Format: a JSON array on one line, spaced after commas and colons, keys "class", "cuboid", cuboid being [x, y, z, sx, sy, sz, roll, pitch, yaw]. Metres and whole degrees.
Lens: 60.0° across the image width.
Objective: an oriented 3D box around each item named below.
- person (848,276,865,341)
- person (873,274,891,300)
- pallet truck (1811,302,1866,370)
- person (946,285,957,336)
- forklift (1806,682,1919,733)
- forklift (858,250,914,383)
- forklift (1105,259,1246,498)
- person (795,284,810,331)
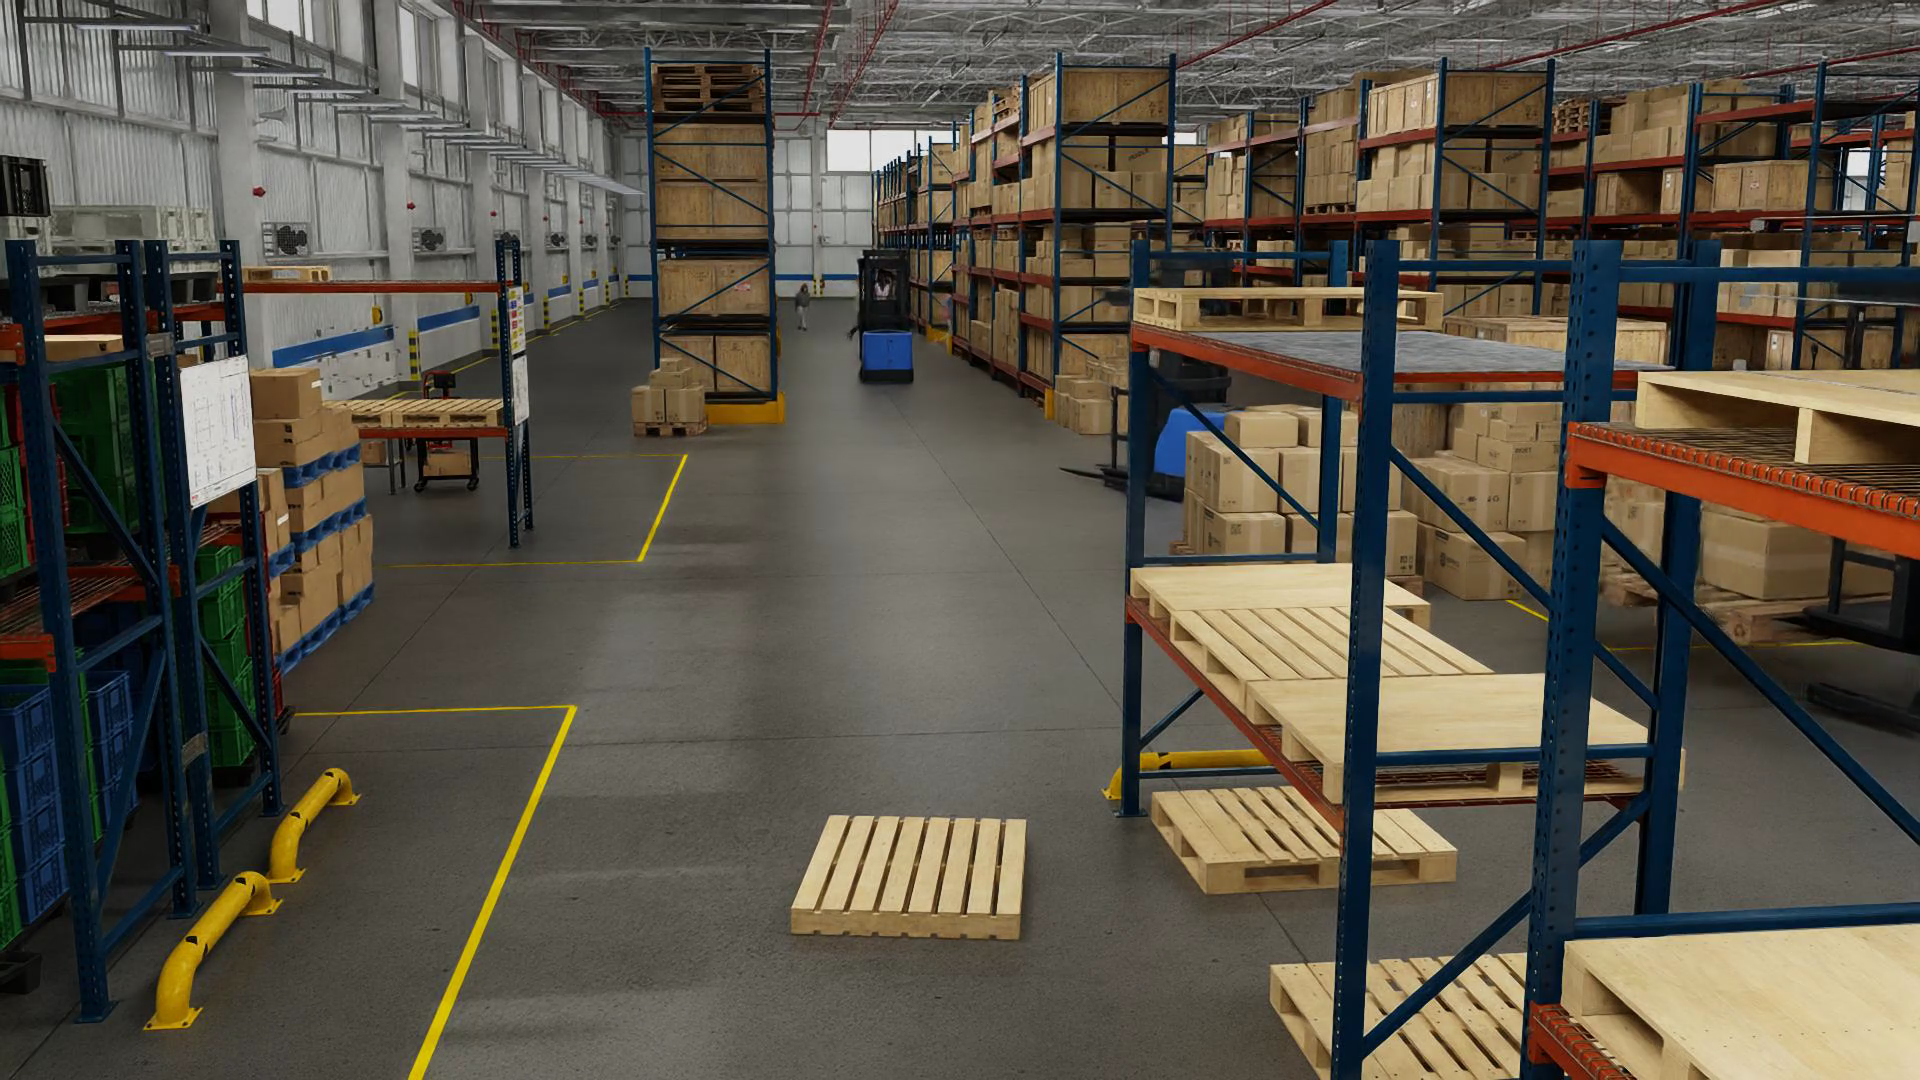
[{"class": "person", "cuboid": [-2.923, -6.769, 48.946, 0.672, 1.980, 0.627, -1, 10, -4]}, {"class": "person", "cuboid": [-2.595, -7.946, 55.743, 0.598, 1.879, 0.985, -1, 10, -7]}, {"class": "pallet truck", "cuboid": [15.846, -3.142, 28.793, 1.885, 1.965, 0.823, 2, 10, 12]}, {"class": "person", "cuboid": [-0.138, -6.048, 45.382, 0.504, 1.826, 0.630, 2, 10, 9]}, {"class": "forklift", "cuboid": [6.341, -0.175, 9.903, 1.129, 2.768, 1.873, -3, 11, -18]}, {"class": "forklift", "cuboid": [-1.598, -4.818, 35.628, 1.129, 2.768, 1.873, -1, 10, -6]}, {"class": "forklift", "cuboid": [2.773, -1.929, 19.620, 1.129, 2.768, 1.873, -8, 13, -36]}, {"class": "person", "cuboid": [-5.329, -7.854, 56.071, 0.496, 1.576, 0.853, -5, 12, -27]}]
